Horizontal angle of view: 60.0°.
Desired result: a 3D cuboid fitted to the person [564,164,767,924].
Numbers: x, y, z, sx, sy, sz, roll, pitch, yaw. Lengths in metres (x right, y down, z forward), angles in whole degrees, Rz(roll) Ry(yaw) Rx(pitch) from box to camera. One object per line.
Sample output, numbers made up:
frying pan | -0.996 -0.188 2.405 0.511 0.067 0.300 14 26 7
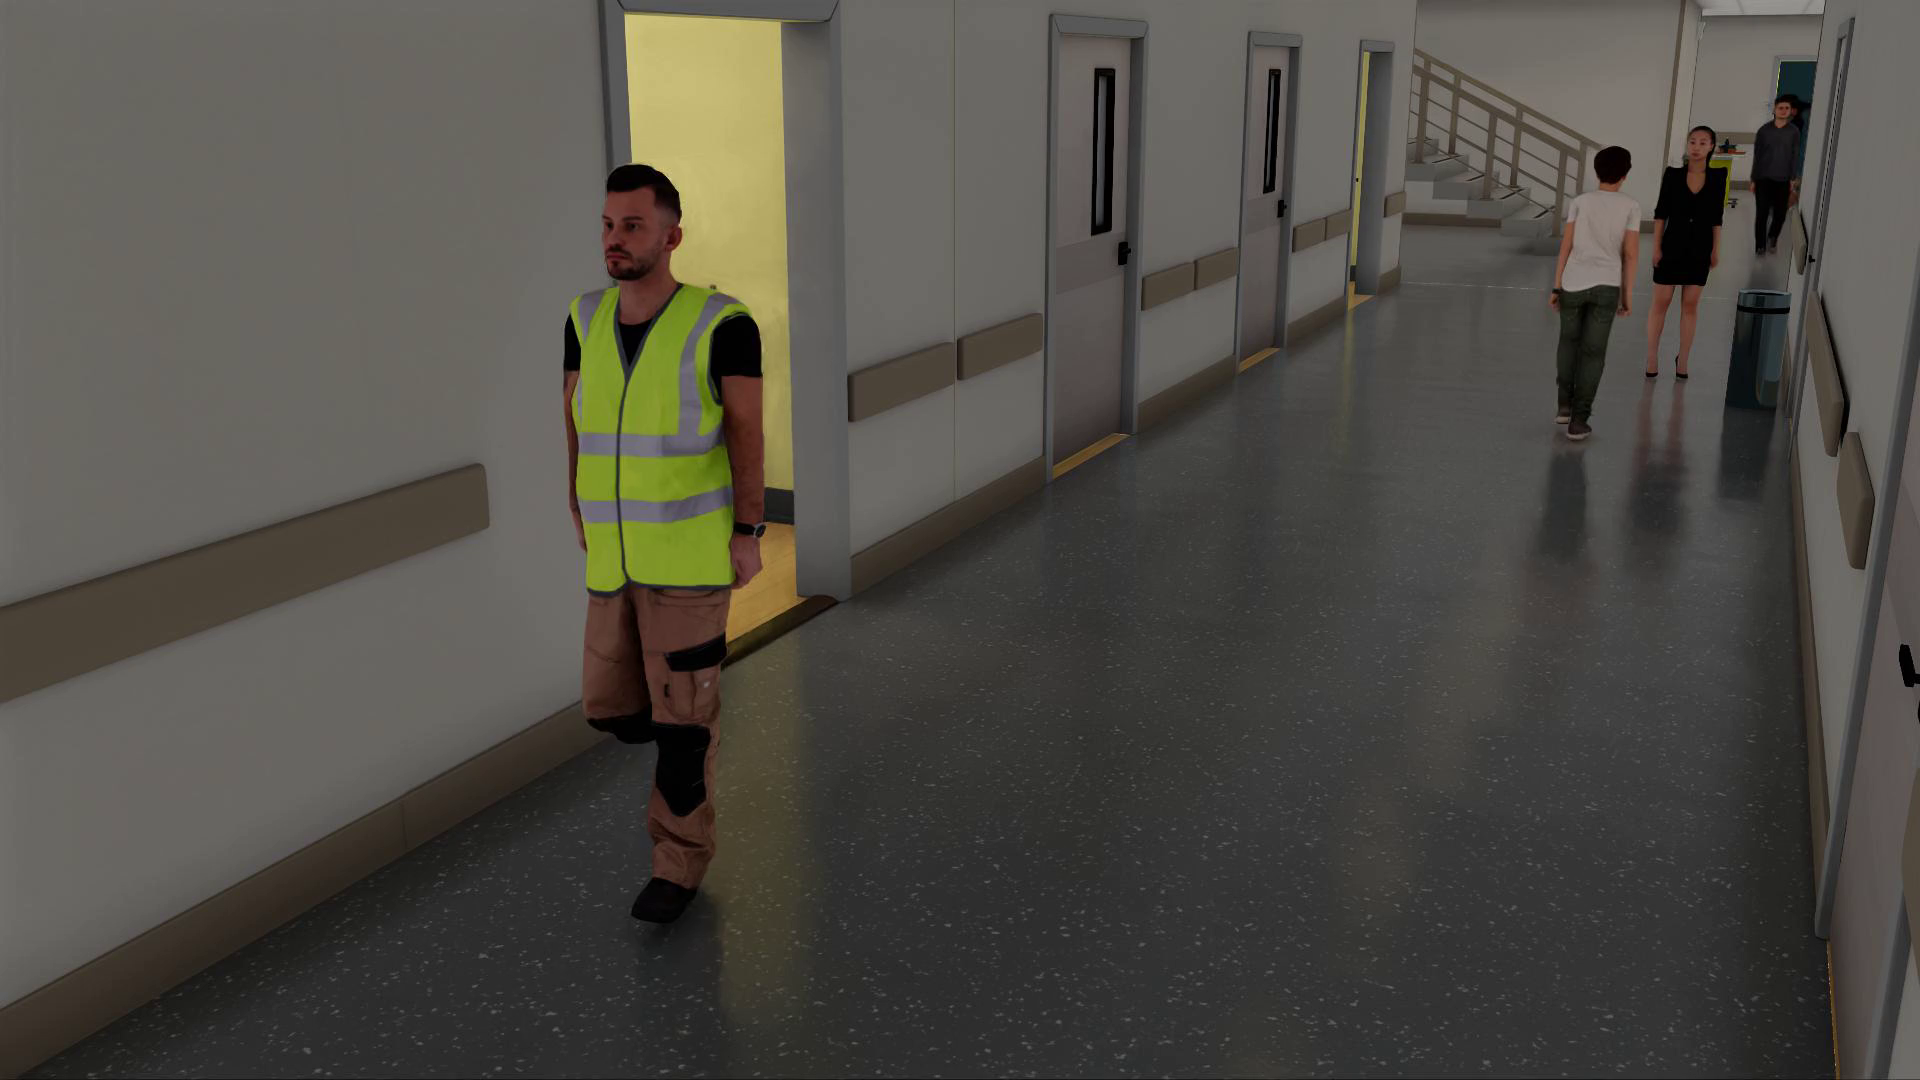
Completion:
person | -0.717 0.002 4.145 0.899 1.830 0.819 5 16 17

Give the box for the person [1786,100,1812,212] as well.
person | 12.452 -5.716 24.791 0.650 1.633 0.626 11 19 34

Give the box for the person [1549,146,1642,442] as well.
person | 3.567 -1.388 9.447 0.677 1.628 0.665 8 18 26

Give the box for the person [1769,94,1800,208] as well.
person | 12.675 -6.013 25.729 0.736 1.695 0.806 -4 16 -14

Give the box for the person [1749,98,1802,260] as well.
person | 9.086 -4.022 18.575 0.930 1.745 0.712 6 17 21

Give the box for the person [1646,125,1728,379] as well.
person | 4.913 -1.946 11.296 0.521 1.698 0.690 4 16 13
